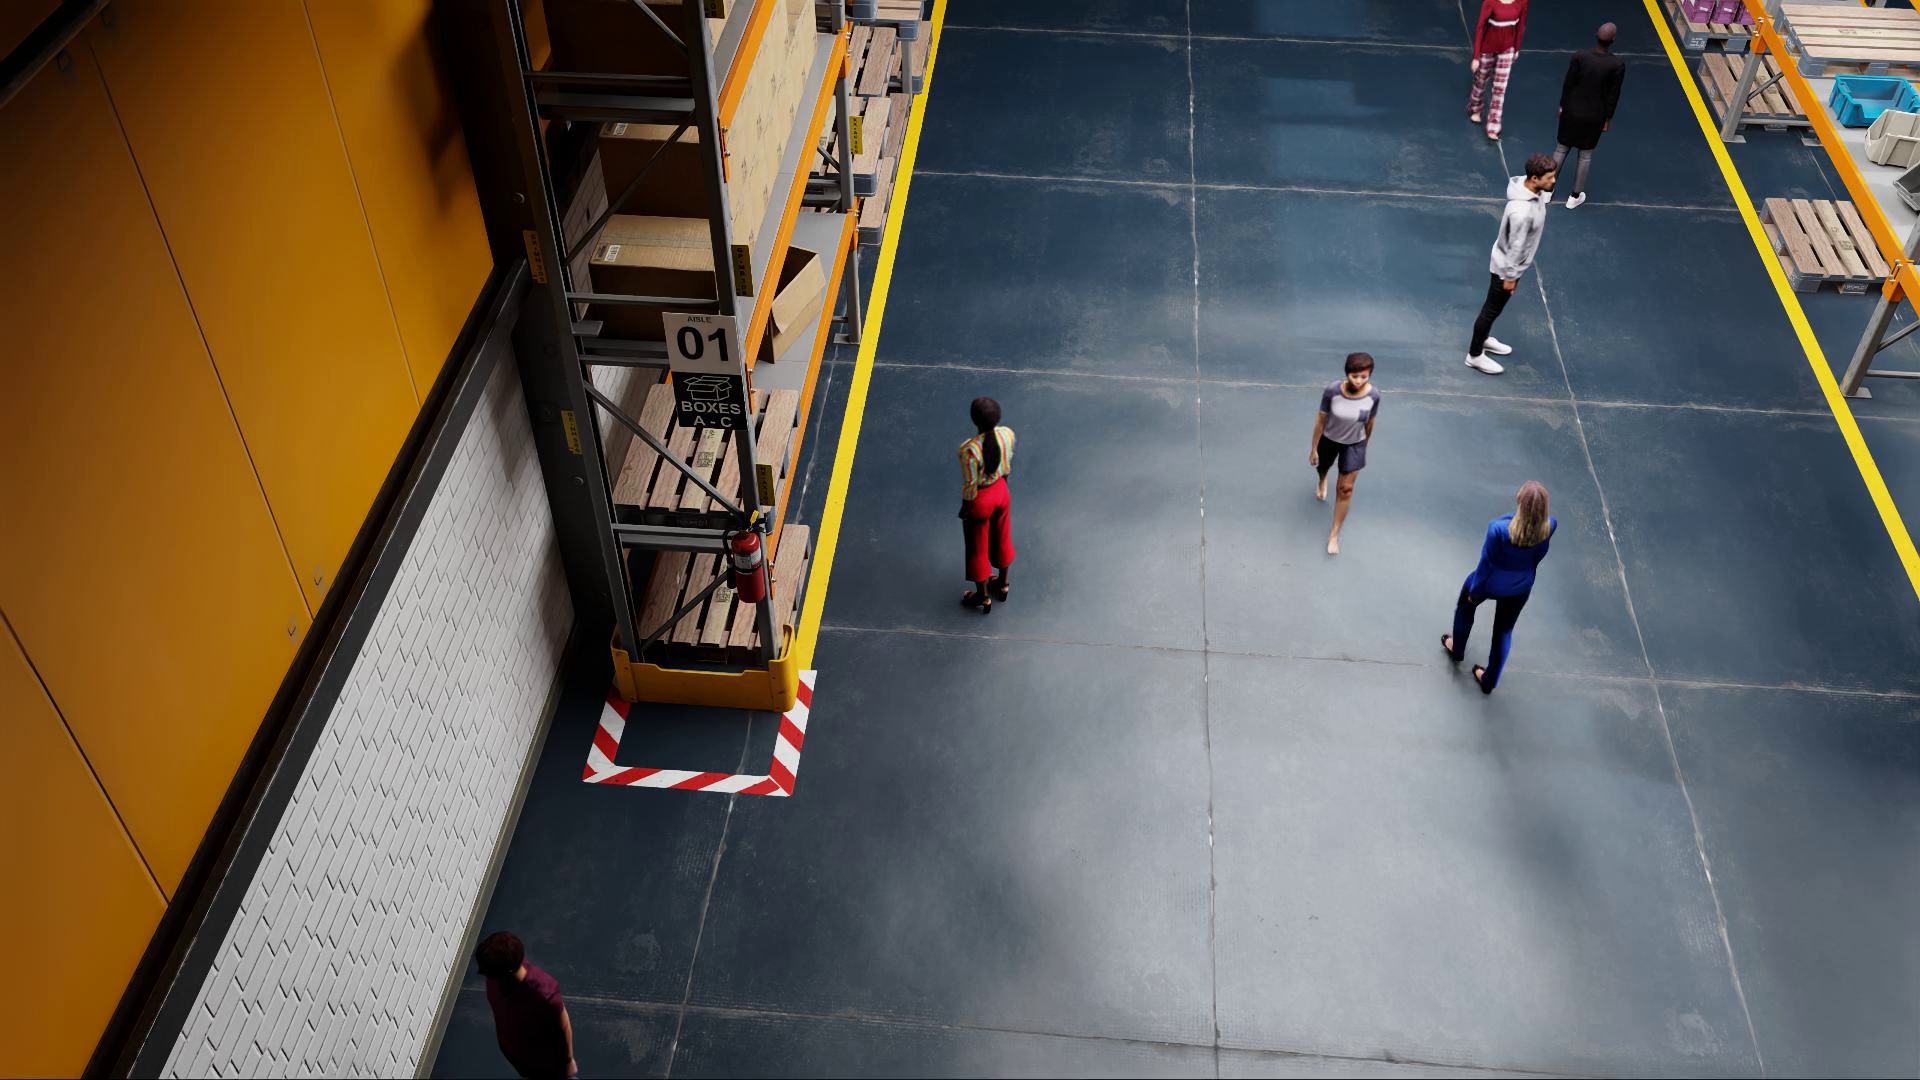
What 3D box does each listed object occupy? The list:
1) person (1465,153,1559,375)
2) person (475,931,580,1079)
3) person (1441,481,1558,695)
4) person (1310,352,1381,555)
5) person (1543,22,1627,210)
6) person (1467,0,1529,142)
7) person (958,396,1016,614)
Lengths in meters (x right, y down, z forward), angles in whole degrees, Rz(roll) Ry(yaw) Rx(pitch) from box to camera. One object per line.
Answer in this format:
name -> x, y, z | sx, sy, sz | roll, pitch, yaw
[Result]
person -> 4.330, -2.202, 13.119 | 0.802, 1.926, 0.638 | 17, 46, 17
person -> -2.113, 2.469, 8.272 | 0.740, 1.850, 0.738 | 26, 49, 25
person -> 3.490, 0.358, 10.607 | 0.724, 1.684, 0.826 | -5, 44, -5
person -> 2.715, -0.748, 11.885 | 0.656, 1.523, 1.068 | 9, 44, 9
person -> 5.596, -3.812, 14.929 | 0.722, 1.762, 0.701 | 22, 48, 21
person -> 5.125, -4.746, 15.973 | 0.692, 1.674, 0.996 | 1, 44, 1
person -> 0.171, -0.235, 11.152 | 0.675, 1.792, 0.735 | -30, 51, -28
